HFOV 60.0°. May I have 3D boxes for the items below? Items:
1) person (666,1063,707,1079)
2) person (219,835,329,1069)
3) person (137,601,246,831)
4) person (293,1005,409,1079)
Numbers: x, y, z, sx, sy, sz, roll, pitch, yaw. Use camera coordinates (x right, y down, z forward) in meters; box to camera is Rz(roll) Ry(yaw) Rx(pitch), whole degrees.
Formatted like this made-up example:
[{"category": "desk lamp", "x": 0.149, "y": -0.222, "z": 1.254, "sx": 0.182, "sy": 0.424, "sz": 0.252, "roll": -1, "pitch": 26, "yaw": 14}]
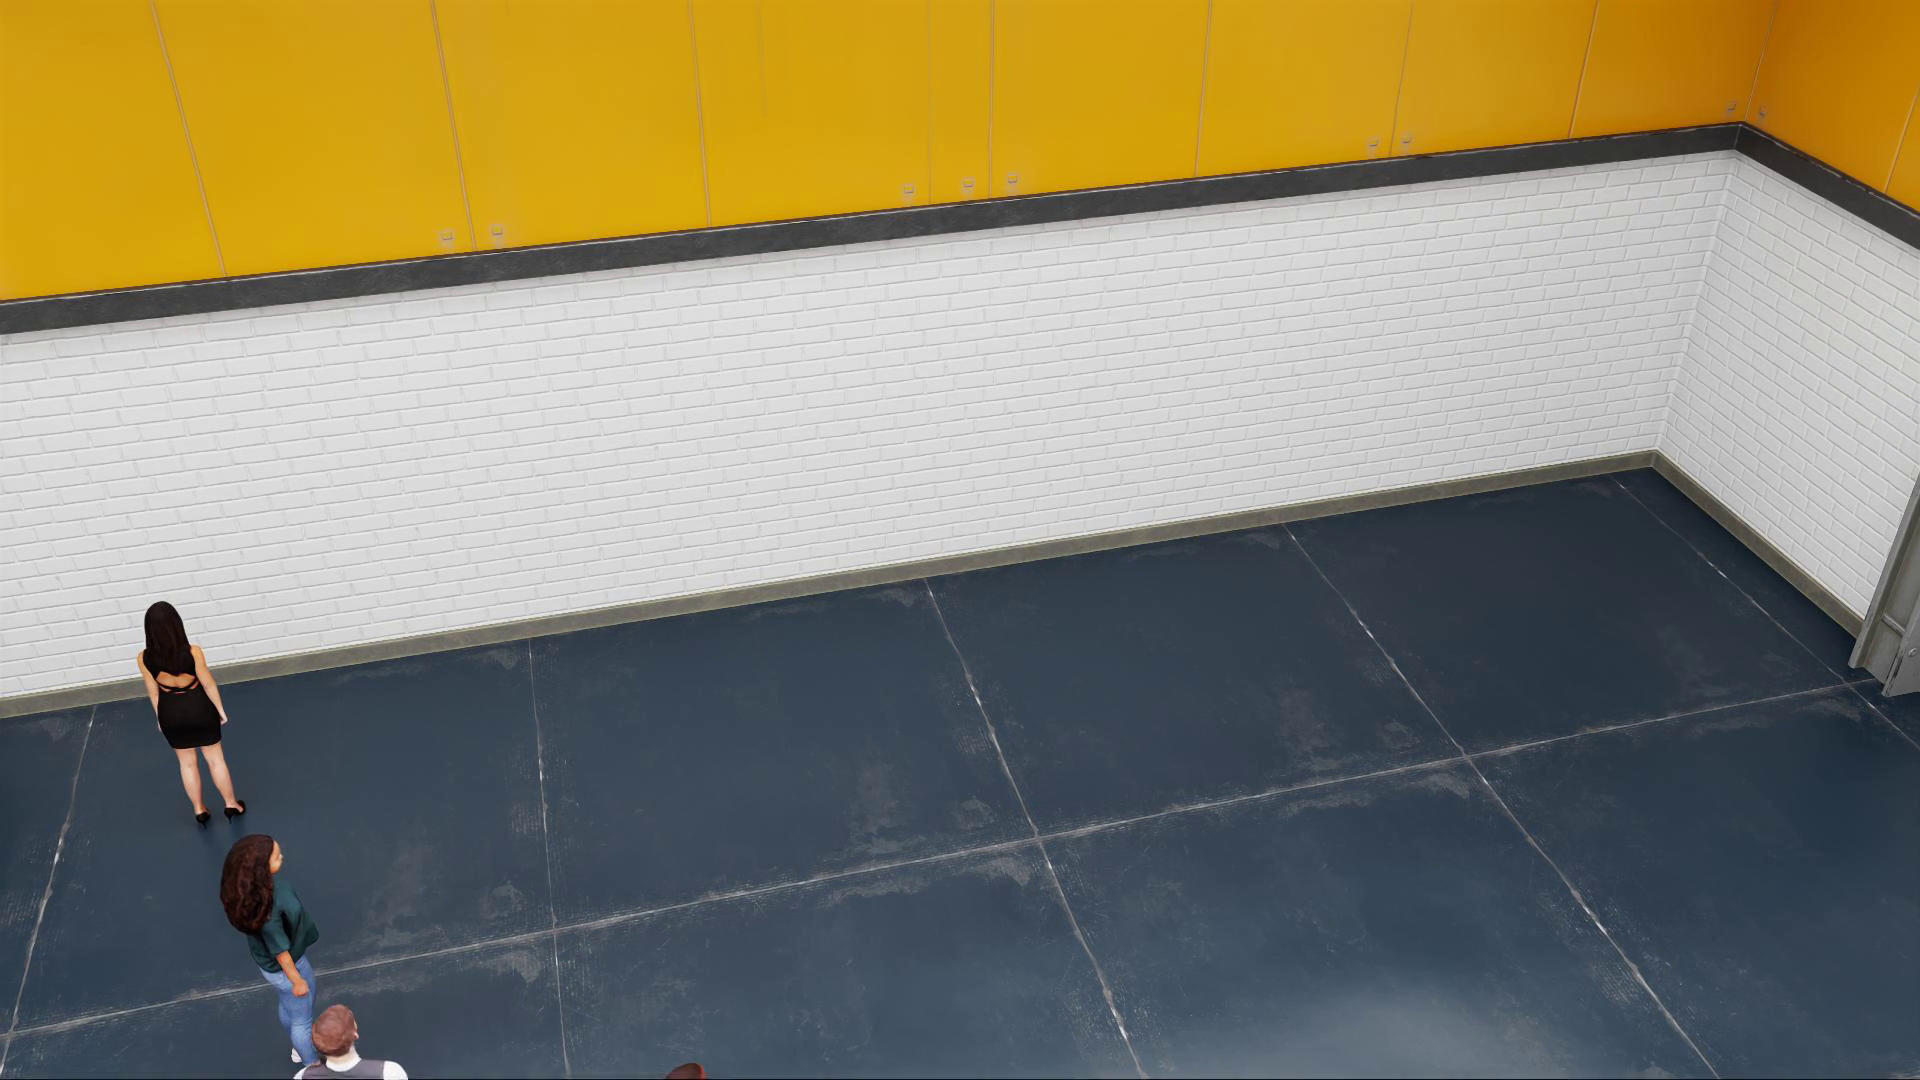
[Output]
[{"category": "person", "x": -1.250, "y": 2.932, "z": 7.722, "sx": 0.531, "sy": 1.306, "sz": 0.606, "roll": 25, "pitch": 41, "yaw": 33}, {"category": "person", "x": -3.506, "y": 2.161, "z": 8.602, "sx": 0.741, "sy": 1.616, "sz": 0.641, "roll": -21, "pitch": 39, "yaw": -29}, {"category": "person", "x": -4.722, "y": 1.090, "z": 10.186, "sx": 0.542, "sy": 1.646, "sz": 0.472, "roll": -8, "pitch": 34, "yaw": -12}, {"category": "person", "x": -2.614, "y": 2.772, "z": 7.394, "sx": 0.686, "sy": 1.935, "sz": 0.592, "roll": -4, "pitch": 34, "yaw": -6}]
